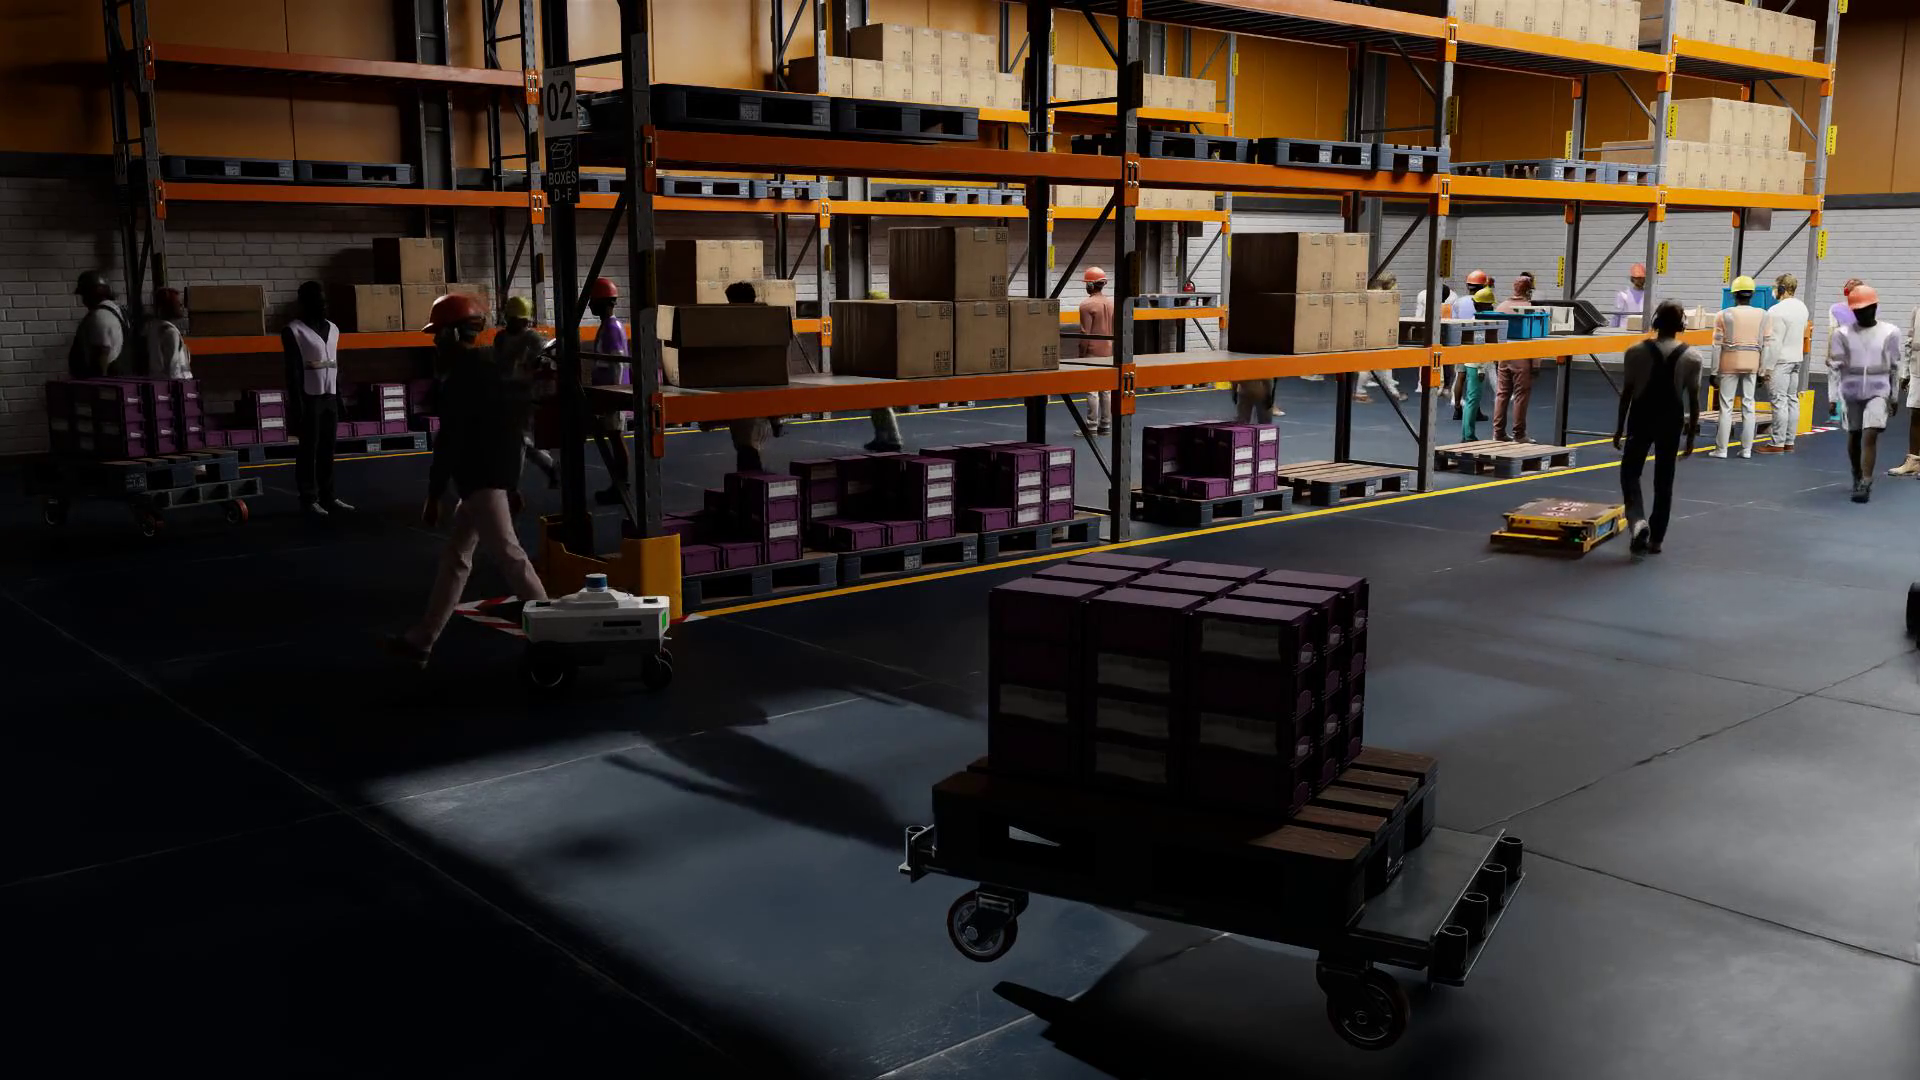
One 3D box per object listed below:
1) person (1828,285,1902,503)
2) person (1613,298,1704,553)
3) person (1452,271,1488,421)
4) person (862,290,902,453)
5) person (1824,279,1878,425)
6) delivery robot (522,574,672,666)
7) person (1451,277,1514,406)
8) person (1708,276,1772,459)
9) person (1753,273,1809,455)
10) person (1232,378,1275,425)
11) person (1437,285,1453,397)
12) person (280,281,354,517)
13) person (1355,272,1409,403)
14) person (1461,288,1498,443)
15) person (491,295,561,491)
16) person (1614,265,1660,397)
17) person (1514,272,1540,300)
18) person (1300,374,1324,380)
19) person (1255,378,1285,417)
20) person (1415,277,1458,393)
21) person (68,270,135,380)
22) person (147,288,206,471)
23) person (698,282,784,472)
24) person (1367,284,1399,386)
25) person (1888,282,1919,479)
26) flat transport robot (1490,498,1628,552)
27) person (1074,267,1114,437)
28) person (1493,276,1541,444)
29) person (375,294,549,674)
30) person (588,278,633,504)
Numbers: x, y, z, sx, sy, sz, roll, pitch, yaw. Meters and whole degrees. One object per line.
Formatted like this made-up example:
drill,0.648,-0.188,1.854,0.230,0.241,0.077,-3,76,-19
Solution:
person,7.930,-1.291,14.608,0.563,1.878,1.016,5,11,29
person,4.918,-0.785,11.741,0.560,1.830,0.663,3,10,17
person,6.621,-2.501,21.485,0.362,1.935,0.553,-9,13,-41
person,-0.872,-1.799,17.854,0.531,1.770,0.665,1,10,5
person,11.167,-2.348,20.863,0.567,1.845,0.389,1,10,9
delivery robot,-1.785,0.410,8.210,0.707,0.478,0.477,-2,10,-9
person,7.446,-2.804,23.596,0.961,1.816,0.551,0,10,-3
person,8.169,-1.804,17.471,0.582,1.918,0.393,1,10,4
person,8.808,-1.875,17.817,0.629,1.940,0.376,-7,12,-36
person,2.803,-1.424,16.115,0.677,1.620,0.521,-8,13,-39
person,7.244,-2.999,25.099,0.535,1.700,0.318,-6,12,-33
person,-5.306,-1.149,13.696,0.381,1.894,0.596,3,10,18
person,6.088,-2.886,23.883,0.835,1.895,0.658,4,11,24
person,5.802,-1.916,18.558,0.317,1.767,0.534,2,10,11
person,-3.783,-1.238,14.498,0.603,1.799,0.758,7,12,36
person,10.385,-3.224,25.562,0.616,2.009,1.036,4,11,24
person,10.042,-3.832,29.579,0.547,1.840,0.758,8,13,40
person,6.094,-3.730,28.508,0.384,1.996,0.610,-1,10,-5
person,4.128,-2.488,22.110,0.317,1.695,0.540,-4,11,-24
person,7.369,-3.212,25.795,0.653,1.894,0.401,0,10,1
person,-7.933,-1.518,15.429,0.604,2.000,0.699,-1,10,-7
person,-7.081,-1.307,14.761,0.877,1.855,0.579,-9,13,-44
person,-1.719,-0.989,12.677,0.607,1.924,0.960,8,12,38
person,6.936,-3.332,27.088,0.635,1.692,0.564,1,10,7
person,9.238,-1.591,15.851,0.379,2.044,0.607,-3,10,-19
flat transport robot,4.510,-0.128,12.458,0.652,0.197,1.431,6,11,33
person,1.585,-2.203,19.572,0.382,1.995,0.612,8,13,41
person,6.356,-2.039,18.912,0.402,1.900,0.636,-6,12,-33
person,-2.501,-0.267,8.435,1.038,1.925,0.742,0,10,-1
person,-3.028,-1.273,14.294,0.376,1.935,0.550,-2,10,-14
